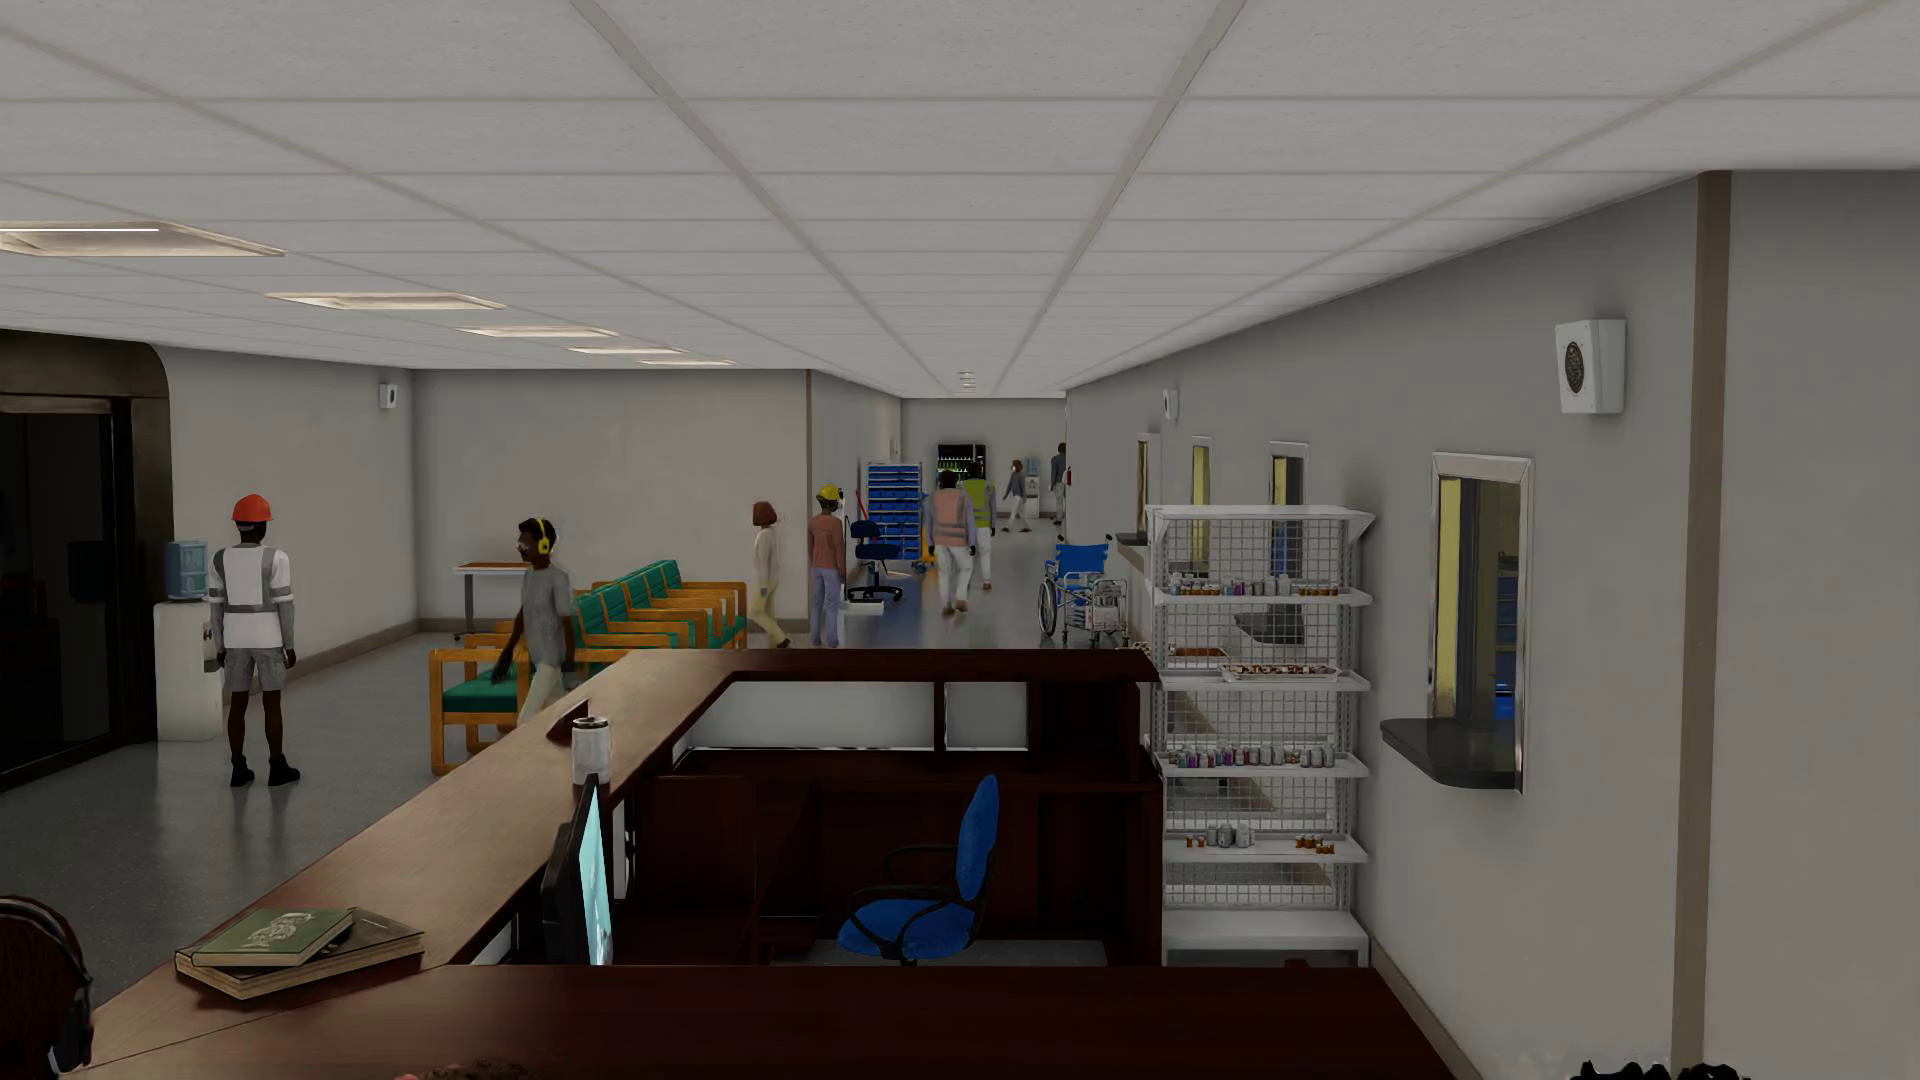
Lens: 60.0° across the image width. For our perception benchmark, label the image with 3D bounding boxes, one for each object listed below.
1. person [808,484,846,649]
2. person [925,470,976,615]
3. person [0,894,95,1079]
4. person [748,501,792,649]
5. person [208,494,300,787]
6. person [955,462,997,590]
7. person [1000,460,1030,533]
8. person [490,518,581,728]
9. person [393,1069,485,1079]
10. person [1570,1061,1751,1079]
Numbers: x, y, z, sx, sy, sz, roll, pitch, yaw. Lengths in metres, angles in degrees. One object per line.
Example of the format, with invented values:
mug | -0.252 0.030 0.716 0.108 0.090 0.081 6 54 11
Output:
person | -1.368 0.307 17.287 0.527 1.768 0.314 4 6 44
person | -0.108 0.034 20.712 0.665 1.818 0.465 1 4 17
person | -1.186 1.359 2.072 0.624 1.839 0.430 -2 5 -26
person | -1.924 0.422 16.631 0.386 1.625 0.498 1 4 8
person | -4.676 0.667 11.035 0.543 1.939 0.361 0 4 -1
person | 0.218 -0.200 23.869 0.623 1.844 0.429 0 4 -1
person | 1.201 -0.936 35.974 0.801 1.595 0.501 -2 4 -22
person | -2.648 0.772 10.420 1.000 1.820 0.536 -3 5 -33
person | -0.536 1.401 1.618 0.832 1.803 0.593 -3 5 -35
person | 0.496 1.369 1.478 1.057 1.910 0.624 1 4 19
